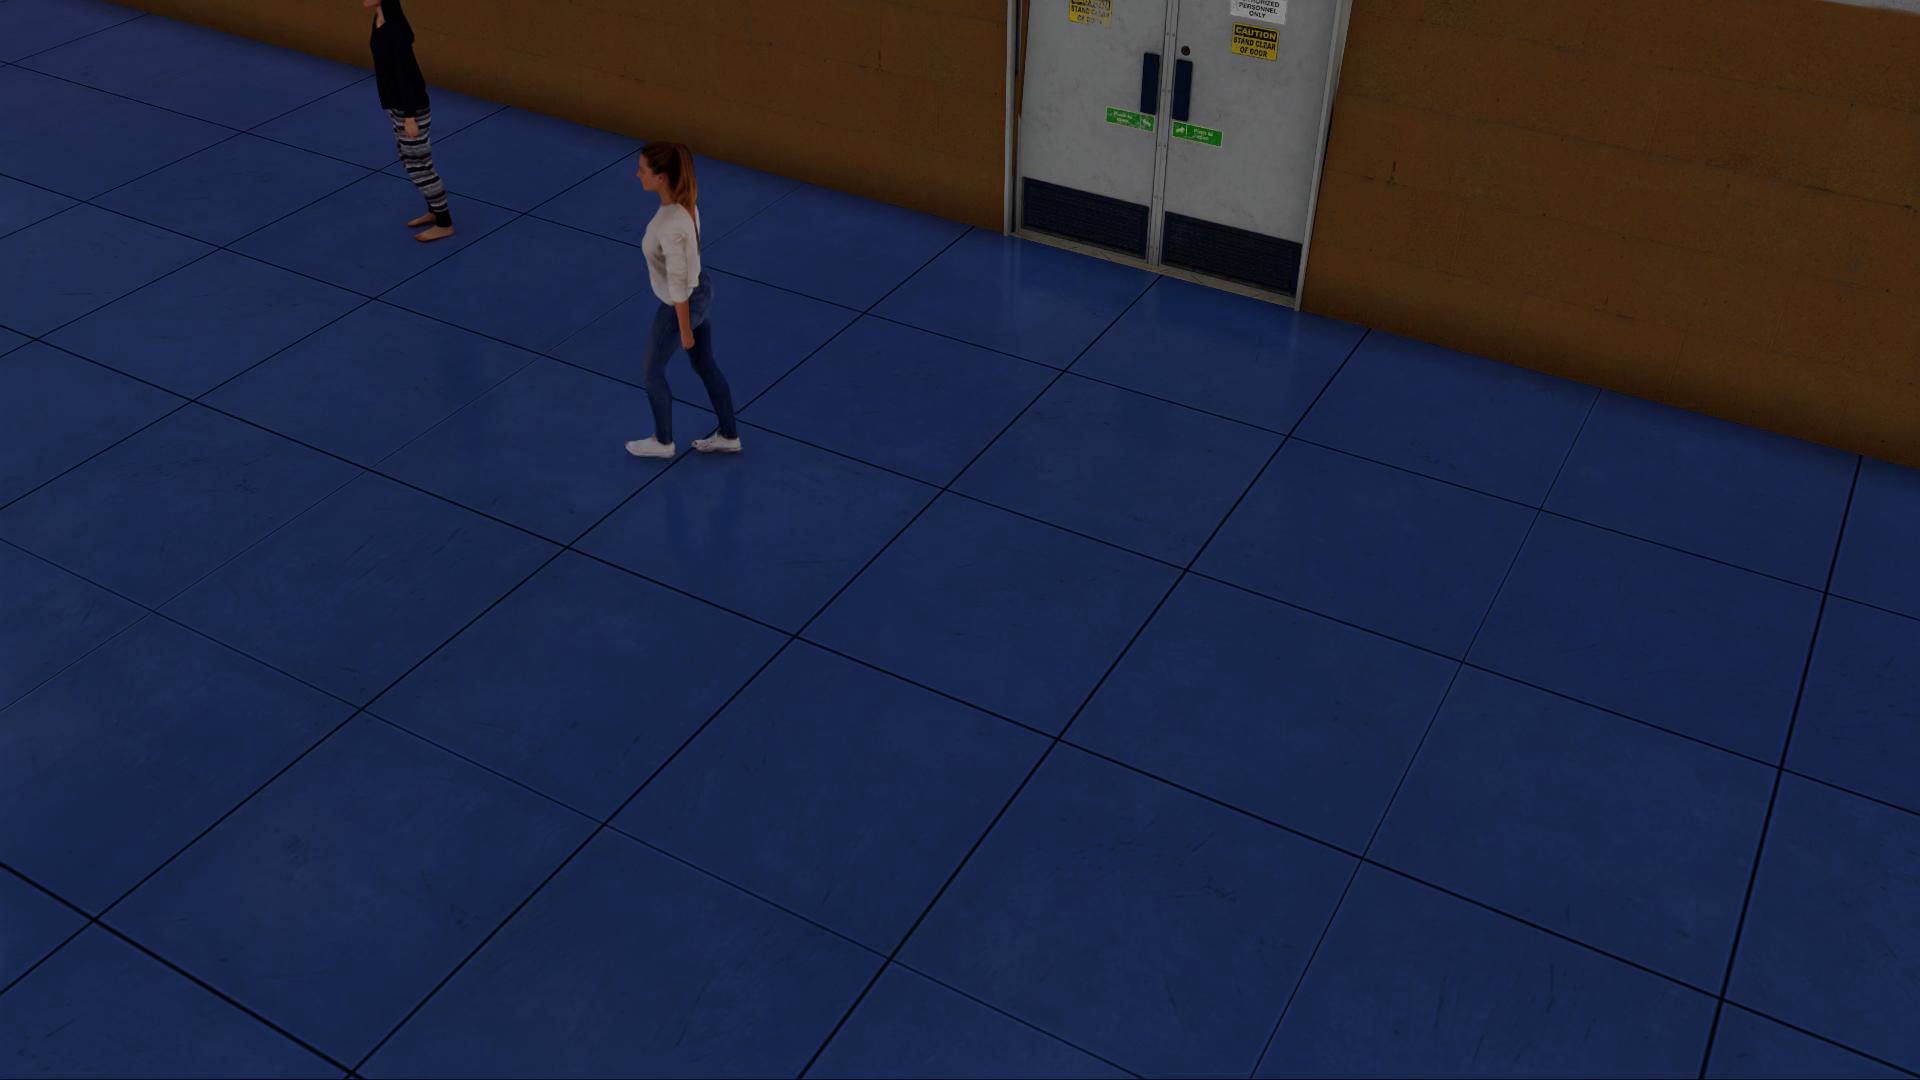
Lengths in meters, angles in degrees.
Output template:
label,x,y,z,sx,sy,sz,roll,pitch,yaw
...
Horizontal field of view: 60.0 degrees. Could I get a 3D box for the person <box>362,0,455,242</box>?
label,x,y,z,sx,sy,sz,roll,pitch,yaw
person,-3.402,-2.694,10.239,0.691,1.731,0.679,-17,40,-22

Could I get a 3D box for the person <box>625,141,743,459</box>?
label,x,y,z,sx,sy,sz,roll,pitch,yaw
person,-1.273,-1.132,8.184,0.873,1.701,0.867,3,37,4
